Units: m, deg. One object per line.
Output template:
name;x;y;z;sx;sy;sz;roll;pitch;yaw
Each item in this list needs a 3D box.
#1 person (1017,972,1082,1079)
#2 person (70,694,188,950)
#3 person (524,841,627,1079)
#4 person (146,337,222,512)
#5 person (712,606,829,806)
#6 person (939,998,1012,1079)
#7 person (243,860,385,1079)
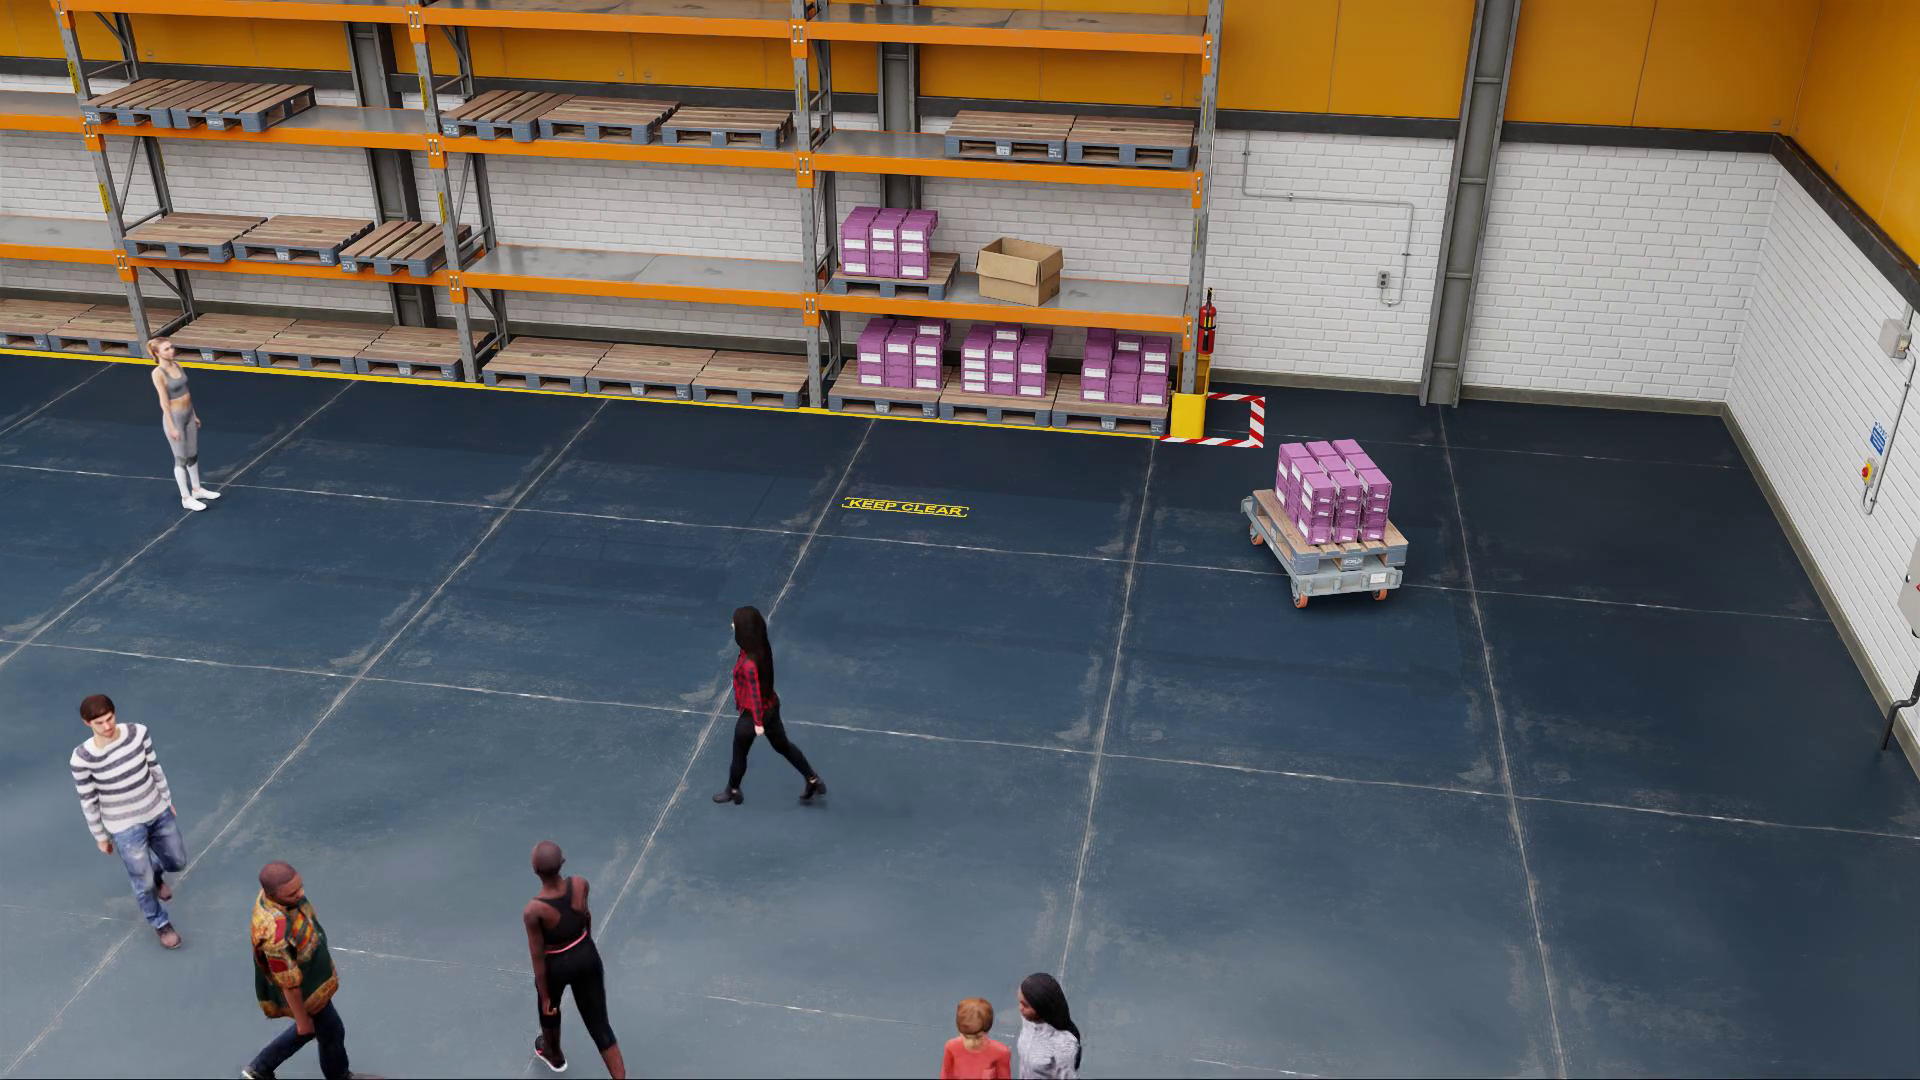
person;0.522;2.871;8.429;0.907;1.708;0.829;-16;32;-27
person;-5.210;1.707;10.428;0.985;1.836;0.889;23;36;35
person;-2.102;2.450;9.191;1.073;1.718;1.214;-24;37;-36
person;-7.398;-1.121;15.753;0.532;1.703;0.549;5;29;8
person;-1.305;1.194;11.598;1.085;1.616;0.690;1;29;3
person;0.091;2.912;8.667;0.451;1.408;0.594;7;29;13
person;-3.696;2.455;9.120;1.089;1.777;0.950;-9;30;-16
